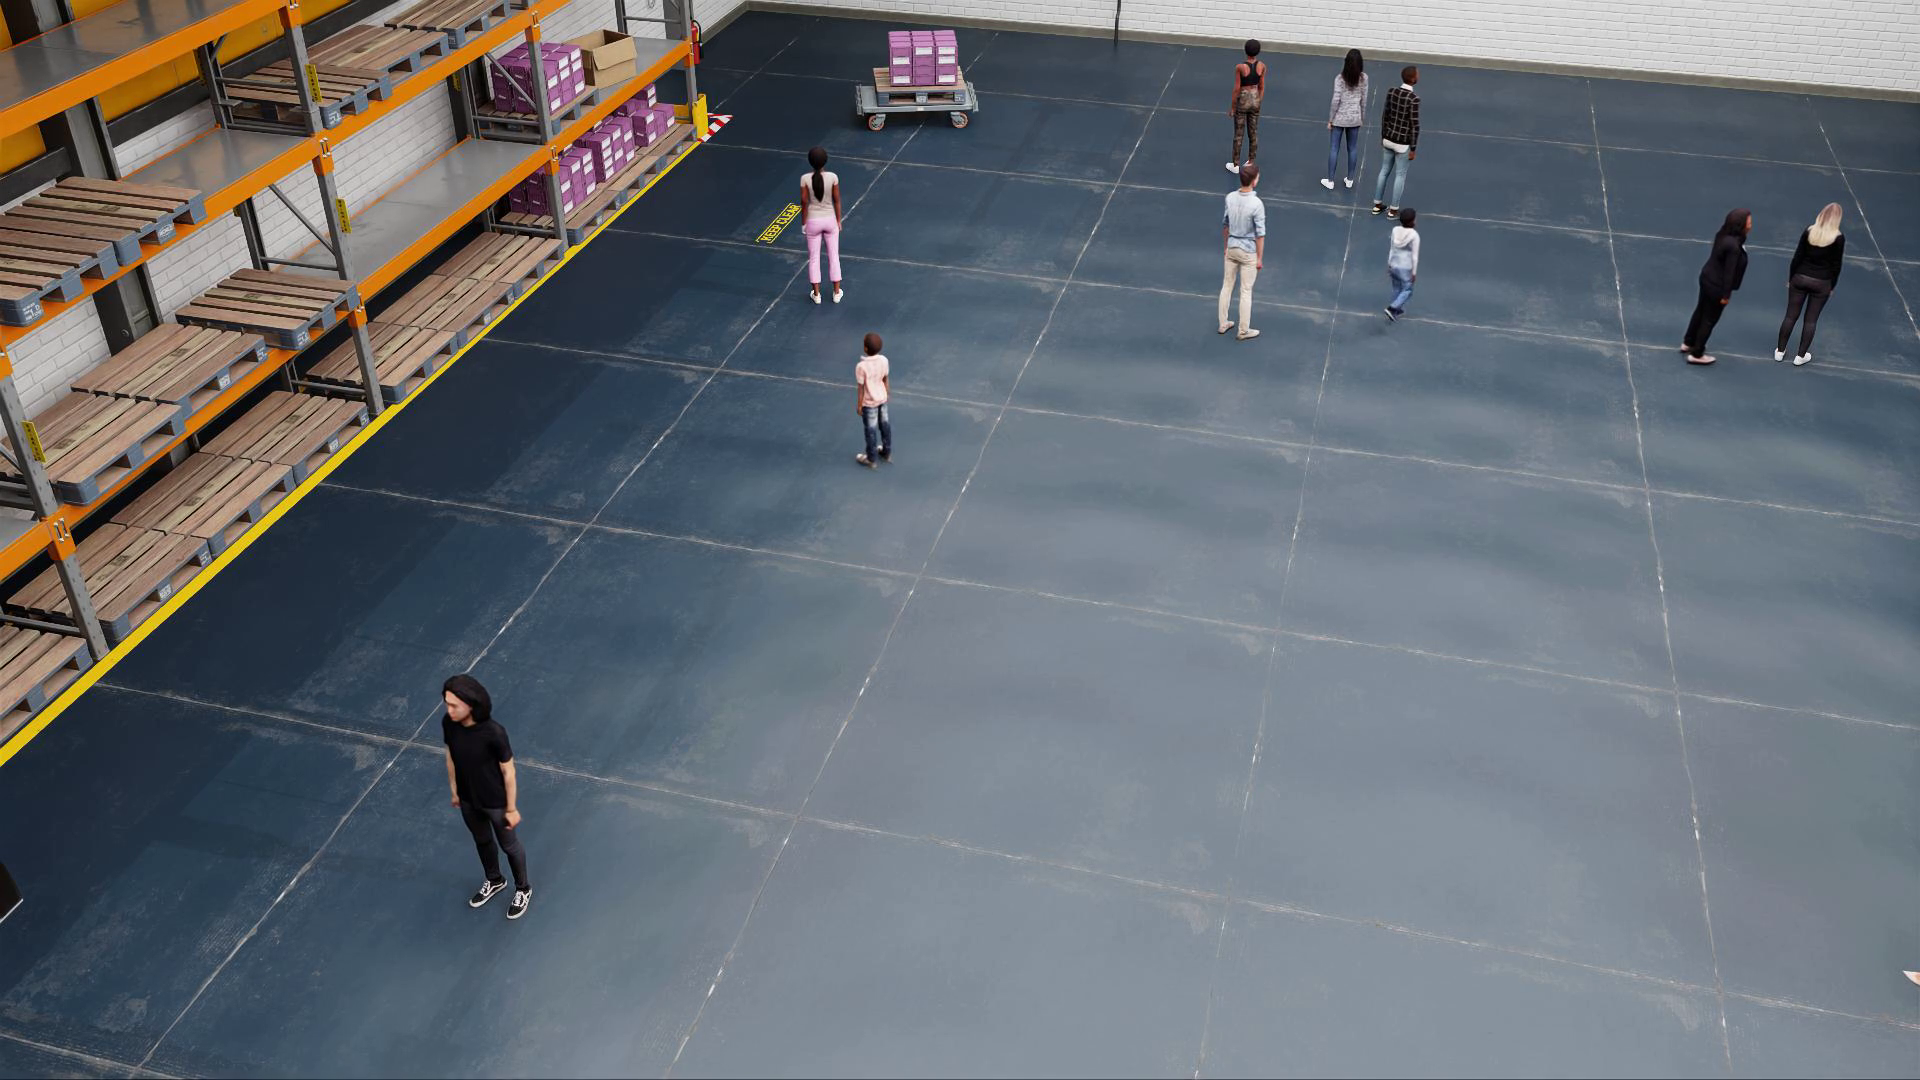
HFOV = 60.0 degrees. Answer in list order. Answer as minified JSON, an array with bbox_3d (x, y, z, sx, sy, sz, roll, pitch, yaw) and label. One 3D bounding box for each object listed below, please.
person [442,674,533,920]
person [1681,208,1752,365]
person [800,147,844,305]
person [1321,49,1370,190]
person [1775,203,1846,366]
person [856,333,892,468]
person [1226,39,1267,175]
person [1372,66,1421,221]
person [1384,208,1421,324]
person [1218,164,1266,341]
[{"bbox_3d":[-2.936,1.555,10.294,0.671,1.835,0.574,14,36,19],"label":"person"},{"bbox_3d":[7.588,-2.558,16.685,0.736,1.611,0.613,3,34,4],"label":"person"},{"bbox_3d":[-1.486,-3.374,17.794,0.653,1.741,0.638,-5,34,-7],"label":"person"},{"bbox_3d":[4.776,-5.209,20.563,0.679,1.733,0.656,-5,34,-7],"label":"person"},{"bbox_3d":[8.501,-2.559,16.619,0.682,1.686,0.672,24,41,32],"label":"person"},{"bbox_3d":[-0.778,-1.275,15.029,0.561,1.307,0.643,-24,40,-31],"label":"person"},{"bbox_3d":[3.627,-5.489,21.014,0.661,1.700,0.673,-7,34,-11],"label":"person"},{"bbox_3d":[5.202,-4.733,19.769,0.772,1.820,0.738,-22,40,-30],"label":"person"},{"bbox_3d":[4.623,-2.872,17.478,0.749,1.255,0.661,-26,41,-33],"label":"person"},{"bbox_3d":[2.895,-2.965,17.084,0.734,1.847,0.731,29,43,36],"label":"person"}]
